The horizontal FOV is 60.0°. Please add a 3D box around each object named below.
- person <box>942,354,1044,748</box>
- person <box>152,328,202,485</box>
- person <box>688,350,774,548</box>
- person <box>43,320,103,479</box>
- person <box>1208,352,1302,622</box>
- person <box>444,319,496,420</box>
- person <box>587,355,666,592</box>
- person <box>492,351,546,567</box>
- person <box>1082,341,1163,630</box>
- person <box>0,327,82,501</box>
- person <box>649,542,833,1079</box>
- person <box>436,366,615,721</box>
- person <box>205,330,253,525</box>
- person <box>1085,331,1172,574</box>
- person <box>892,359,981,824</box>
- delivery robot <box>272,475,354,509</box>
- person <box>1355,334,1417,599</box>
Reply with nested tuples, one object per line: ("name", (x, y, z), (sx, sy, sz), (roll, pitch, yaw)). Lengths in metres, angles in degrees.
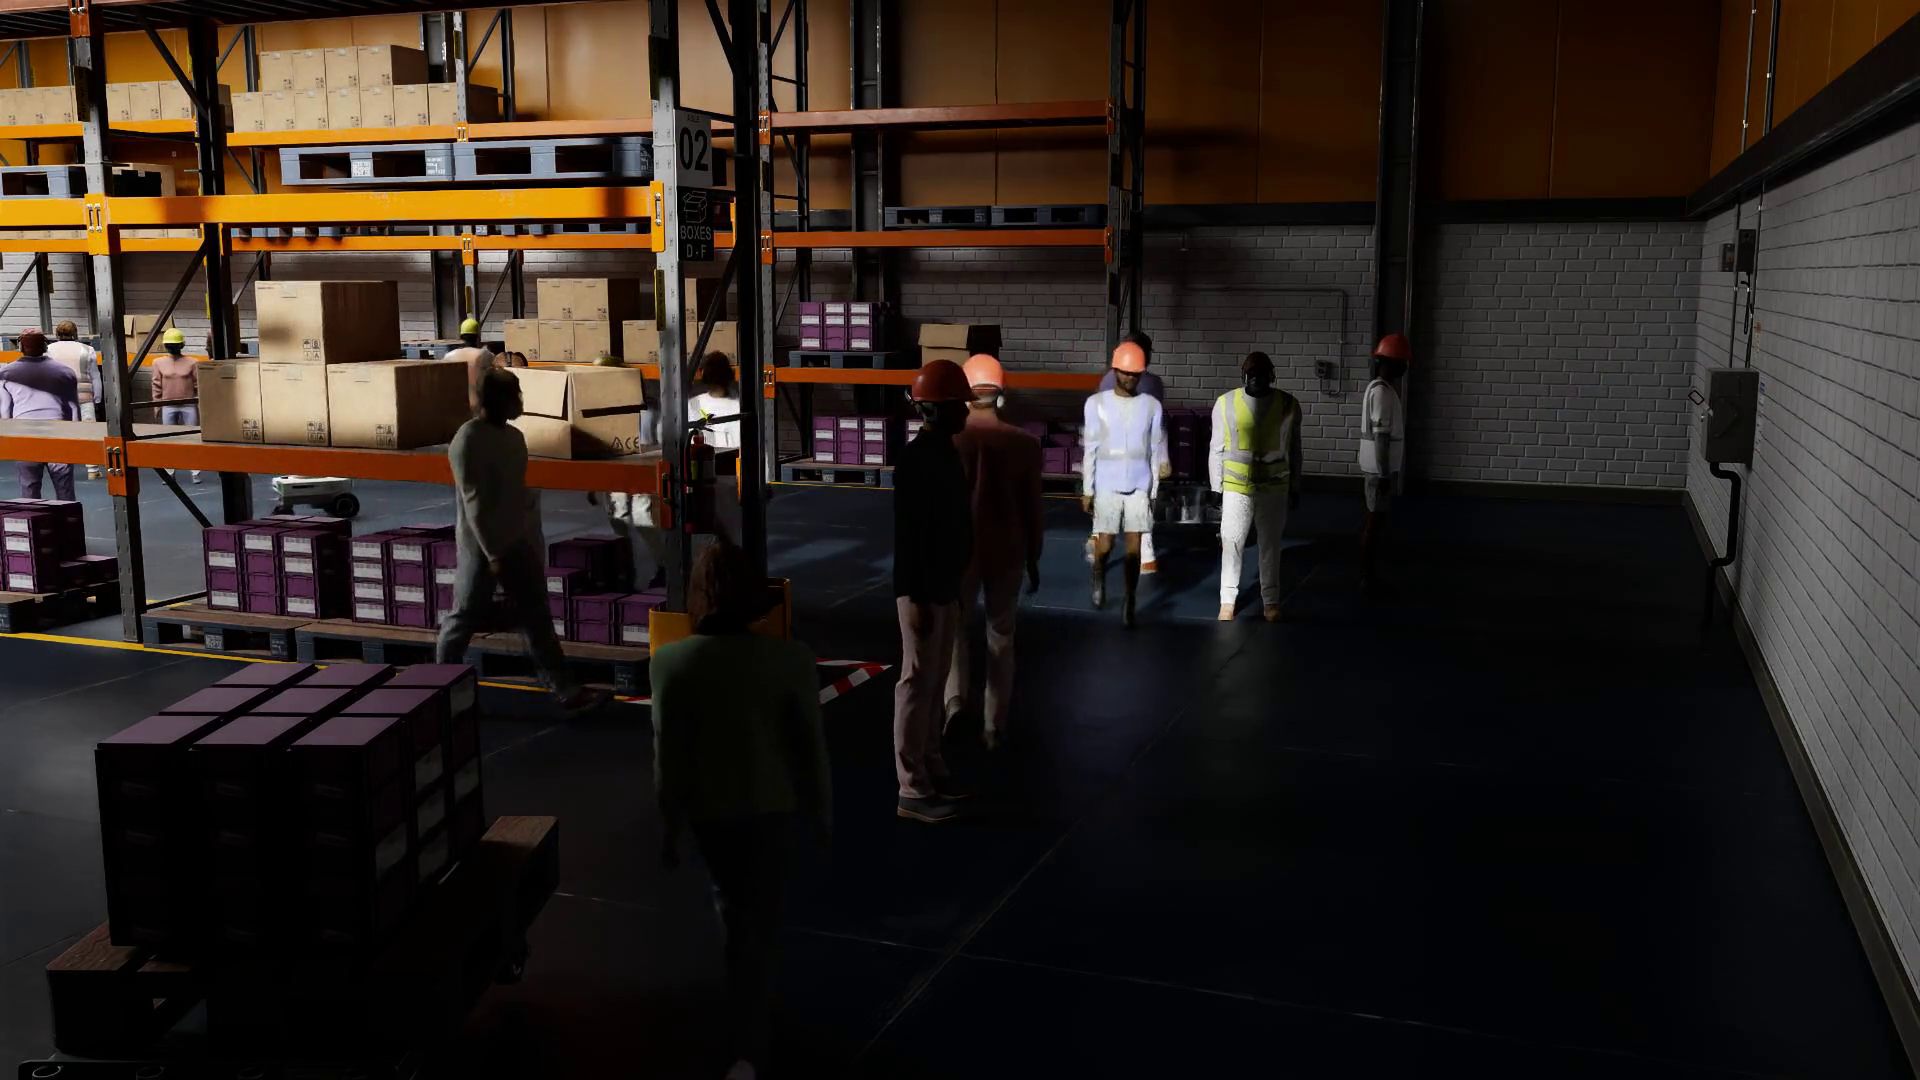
("person", (0.110, 0.079, 8.188), (0.617, 1.979, 0.568), (0, 9, 1))
("person", (-8.797, -1.498, 18.733), (0.530, 1.765, 0.326), (-3, 9, -17))
("person", (-1.693, -0.426, 11.743), (0.595, 1.851, 0.913), (-6, 11, -34))
("person", (-10.209, -1.601, 19.134), (0.634, 1.842, 0.429), (-4, 10, -21))
("person", (2.010, -0.357, 11.323), (0.636, 1.842, 0.429), (1, 9, 4))
("person", (-5.361, -1.486, 18.313), (0.599, 1.887, 1.000), (0, 9, -1))
("person", (-2.415, -0.460, 12.175), (0.626, 1.786, 0.655), (-7, 11, -37))
("person", (-3.074, -0.395, 11.595), (0.429, 1.837, 0.621), (-2, 9, -11))
("person", (1.078, -0.375, 11.184), (0.566, 1.924, 0.555), (-1, 9, -7))
("person", (-7.969, -0.883, 14.425), (0.641, 1.908, 0.407), (-7, 11, -37))
("person", (-0.639, 0.802, 4.832), (0.519, 1.596, 0.840), (0, 9, 2))
("person", (-2.367, 0.044, 8.676), (1.029, 1.884, 0.640), (3, 10, 18))
("person", (-6.606, -0.969, 15.037), (0.352, 1.881, 0.576), (-2, 9, -11))
("person", (1.343, -0.669, 13.025), (0.657, 1.924, 0.653), (-7, 11, -37))
("person", (-0.101, 0.213, 7.263), (0.389, 1.996, 0.612), (3, 9, 16))
("delivery robot", (-6.227, -0.509, 16.011), (0.707, 0.478, 0.477), (-5, 11, -30))
("person", (3.118, -0.538, 12.184), (0.377, 1.928, 0.551), (2, 9, 11))
